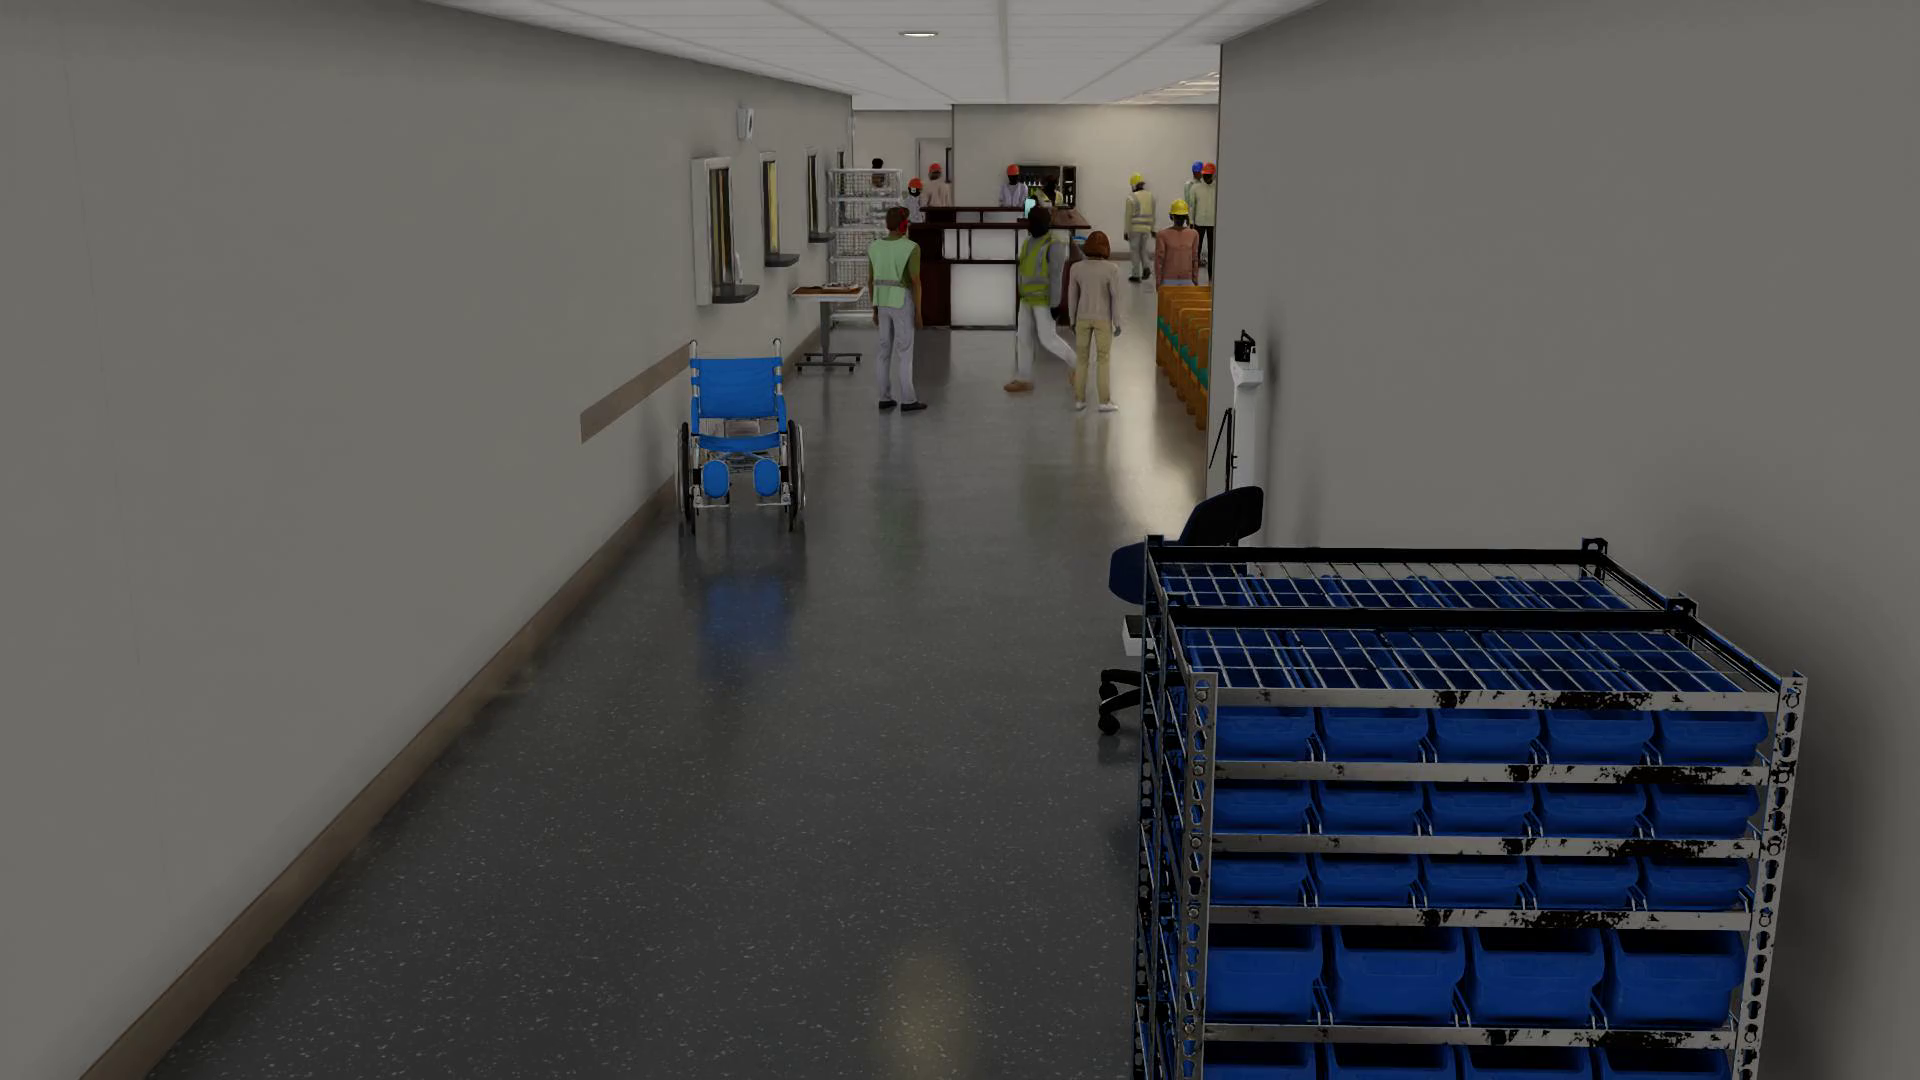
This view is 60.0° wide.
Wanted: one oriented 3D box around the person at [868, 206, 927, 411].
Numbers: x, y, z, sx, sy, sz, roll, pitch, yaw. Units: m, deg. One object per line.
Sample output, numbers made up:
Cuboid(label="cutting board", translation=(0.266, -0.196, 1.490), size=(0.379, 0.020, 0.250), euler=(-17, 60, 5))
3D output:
Cuboid(label="person", translation=(-0.593, -2.099, 15.148), size=(0.564, 1.847, 0.395), euler=(10, 17, 34))

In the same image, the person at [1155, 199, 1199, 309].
Cuboid(label="person", translation=(2.438, -2.924, 18.664), size=(0.533, 1.768, 0.311), euler=(-4, 14, -15))

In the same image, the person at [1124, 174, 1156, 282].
Cuboid(label="person", translation=(3.016, -5.245, 27.989), size=(0.641, 1.805, 0.430), euler=(-7, 16, -27))

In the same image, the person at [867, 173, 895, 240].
Cuboid(label="person", translation=(-1.342, -5.568, 29.196), size=(0.589, 1.865, 0.540), euler=(12, 18, 40))

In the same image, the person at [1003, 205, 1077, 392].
Cuboid(label="person", translation=(0.844, -2.352, 16.244), size=(0.793, 1.815, 0.630), euler=(-7, 16, -28))

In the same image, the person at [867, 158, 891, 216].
Cuboid(label="person", translation=(-1.676, -6.829, 34.095), size=(0.367, 1.966, 0.606), euler=(10, 17, 35))

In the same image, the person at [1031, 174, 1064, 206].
Cuboid(label="person", translation=(1.429, -4.983, 26.889), size=(0.630, 1.835, 0.429), euler=(-8, 16, -28))

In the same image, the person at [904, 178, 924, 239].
Cuboid(label="person", translation=(-0.758, -5.105, 27.552), size=(0.337, 1.743, 0.562), euler=(-2, 14, -8))

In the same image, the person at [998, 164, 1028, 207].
Cuboid(label="person", translation=(0.950, -5.749, 29.800), size=(0.545, 1.931, 0.381), euler=(2, 14, 9))

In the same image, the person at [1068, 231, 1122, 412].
Cuboid(label="person", translation=(1.225, -1.980, 15.105), size=(0.507, 1.631, 0.266), euler=(7, 15, 26))

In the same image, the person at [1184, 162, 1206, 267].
Cuboid(label="person", translation=(4.385, -6.045, 30.949), size=(0.388, 1.947, 0.615), euler=(11, 18, 39))

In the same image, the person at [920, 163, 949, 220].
Cuboid(label="person", translation=(-0.427, -5.760, 29.790), size=(0.631, 1.949, 0.916), euler=(-13, 19, -43))

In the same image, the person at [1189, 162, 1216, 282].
Cuboid(label="person", translation=(4.153, -5.335, 27.981), size=(0.613, 1.991, 0.391), euler=(1, 14, 6))
